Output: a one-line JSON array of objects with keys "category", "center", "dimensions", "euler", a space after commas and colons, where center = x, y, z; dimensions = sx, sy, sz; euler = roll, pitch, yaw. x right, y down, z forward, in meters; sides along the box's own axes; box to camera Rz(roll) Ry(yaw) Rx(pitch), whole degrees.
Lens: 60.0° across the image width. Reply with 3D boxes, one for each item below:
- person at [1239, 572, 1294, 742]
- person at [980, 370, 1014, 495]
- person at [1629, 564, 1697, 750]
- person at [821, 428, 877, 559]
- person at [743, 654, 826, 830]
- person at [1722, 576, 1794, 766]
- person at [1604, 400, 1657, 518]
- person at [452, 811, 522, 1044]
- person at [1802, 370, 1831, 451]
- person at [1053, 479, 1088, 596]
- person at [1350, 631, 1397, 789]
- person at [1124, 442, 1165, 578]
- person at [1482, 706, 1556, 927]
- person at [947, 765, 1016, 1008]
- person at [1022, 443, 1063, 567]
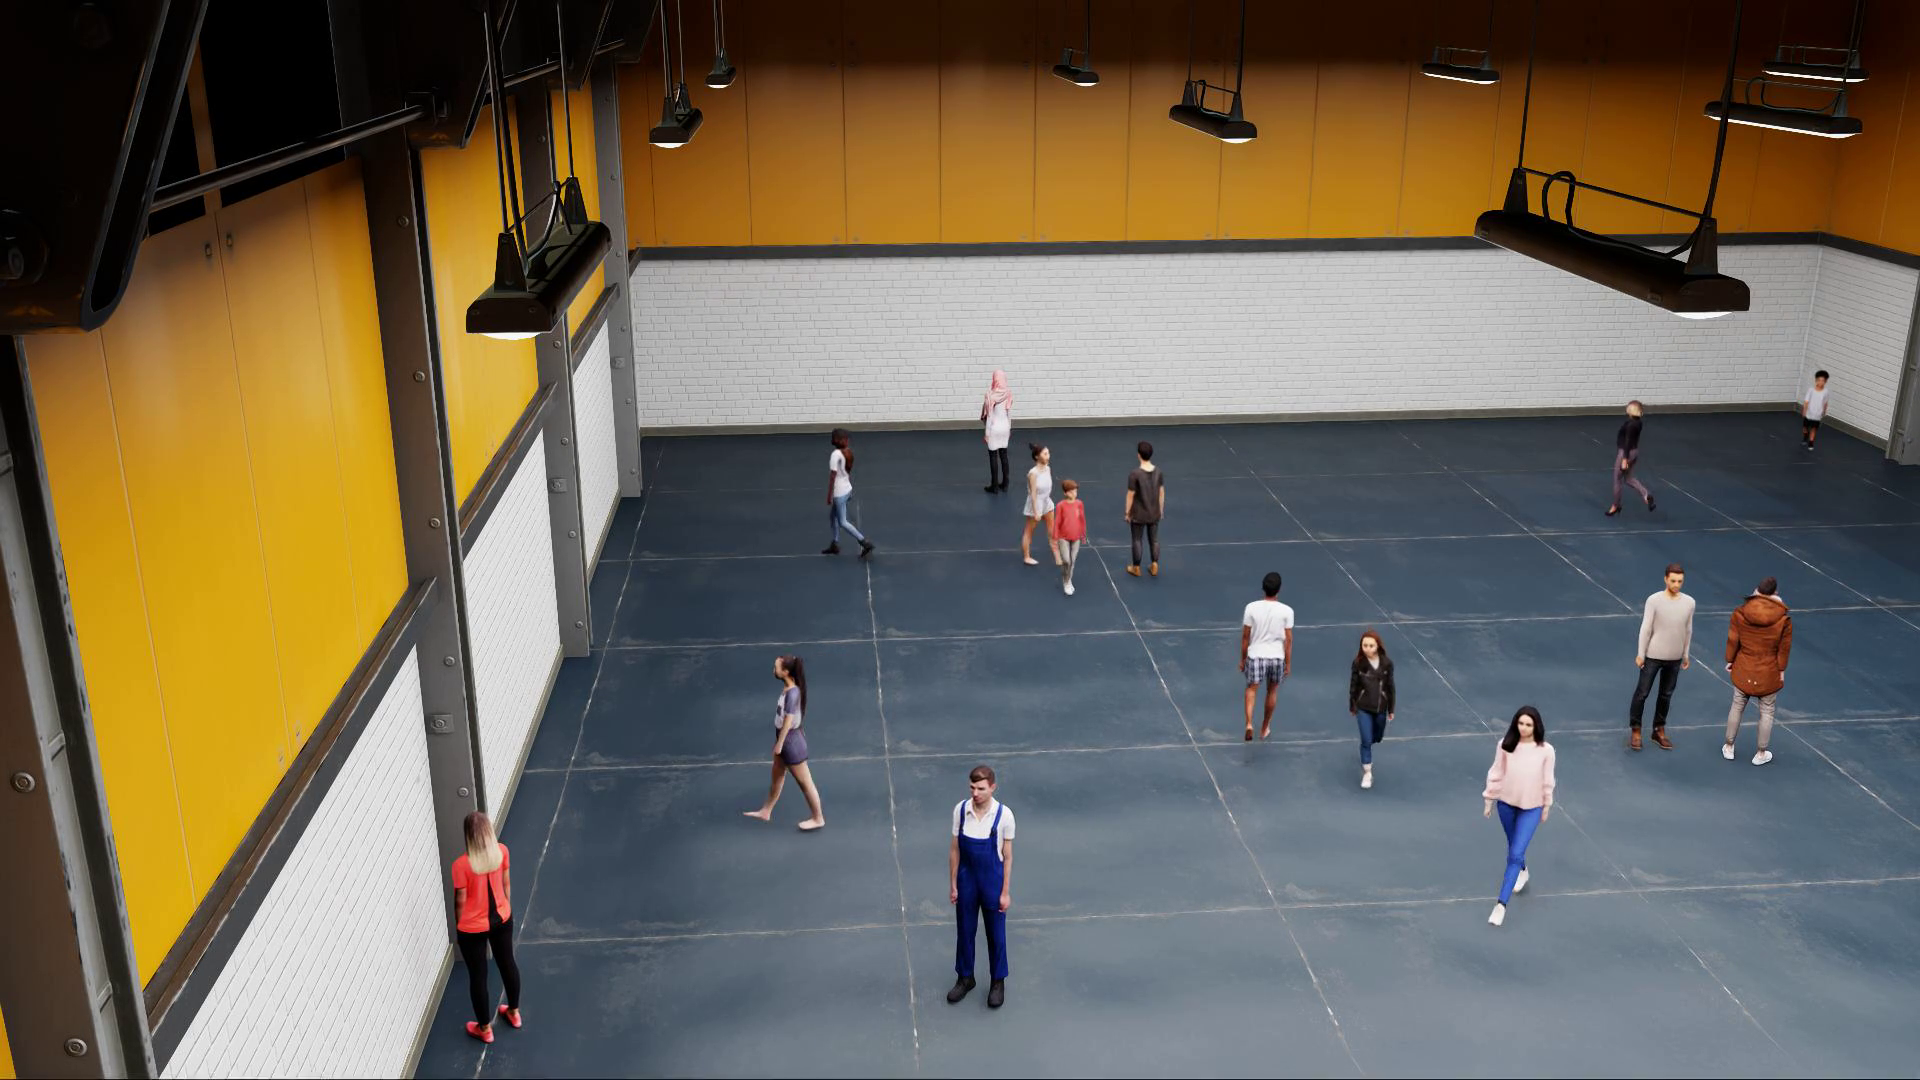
[{"category": "person", "center": [2.924, 1.171, 15.950], "dimensions": [0.816, 1.712, 0.949], "euler": [5, 19, 15]}, {"category": "person", "center": [0.543, -1.566, 23.934], "dimensions": [0.740, 1.804, 0.762], "euler": [-13, 23, -34]}, {"category": "person", "center": [6.725, 1.102, 15.917], "dimensions": [0.674, 1.865, 0.565], "euler": [0, 19, 0]}, {"category": "person", "center": [-1.439, -0.562, 21.113], "dimensions": [0.895, 1.702, 1.029], "euler": [5, 19, 15]}, {"category": "person", "center": [-1.354, 1.763, 14.335], "dimensions": [0.658, 1.622, 0.853], "euler": [-2, 19, -6]}, {"category": "person", "center": [7.486, 1.217, 15.614], "dimensions": [0.855, 1.839, 0.908], "euler": [13, 23, 34]}, {"category": "person", "center": [9.206, -1.075, 22.710], "dimensions": [0.966, 1.654, 0.911], "euler": [14, 23, 36]}, {"category": "person", "center": [-3.287, 2.665, 11.545], "dimensions": [0.722, 1.693, 0.665], "euler": [16, 24, 39]}, {"category": "person", "center": [13.519, -2.071, 26.295], "dimensions": [0.656, 1.253, 0.764], "euler": [7, 20, 20]}, {"category": "person", "center": [1.295, -0.069, 20.106], "dimensions": [0.618, 1.409, 0.687], "euler": [-7, 20, -20]}, {"category": "person", "center": [3.792, 1.511, 15.336], "dimensions": [0.657, 1.460, 0.935], "euler": [1, 19, 4]}, {"category": "person", "center": [2.293, -0.368, 20.520], "dimensions": [0.681, 1.712, 0.637], "euler": [-4, 19, -13]}, {"category": "person", "center": [4.442, 2.107, 13.164], "dimensions": [1.137, 1.716, 1.253], "euler": [13, 22, 33]}, {"category": "person", "center": [0.160, 2.449, 11.937], "dimensions": [0.699, 1.851, 0.684], "euler": [5, 19, 15]}, {"category": "person", "center": [0.928, -0.432, 20.913], "dimensions": [0.994, 1.582, 0.932], "euler": [15, 24, 38]}]
